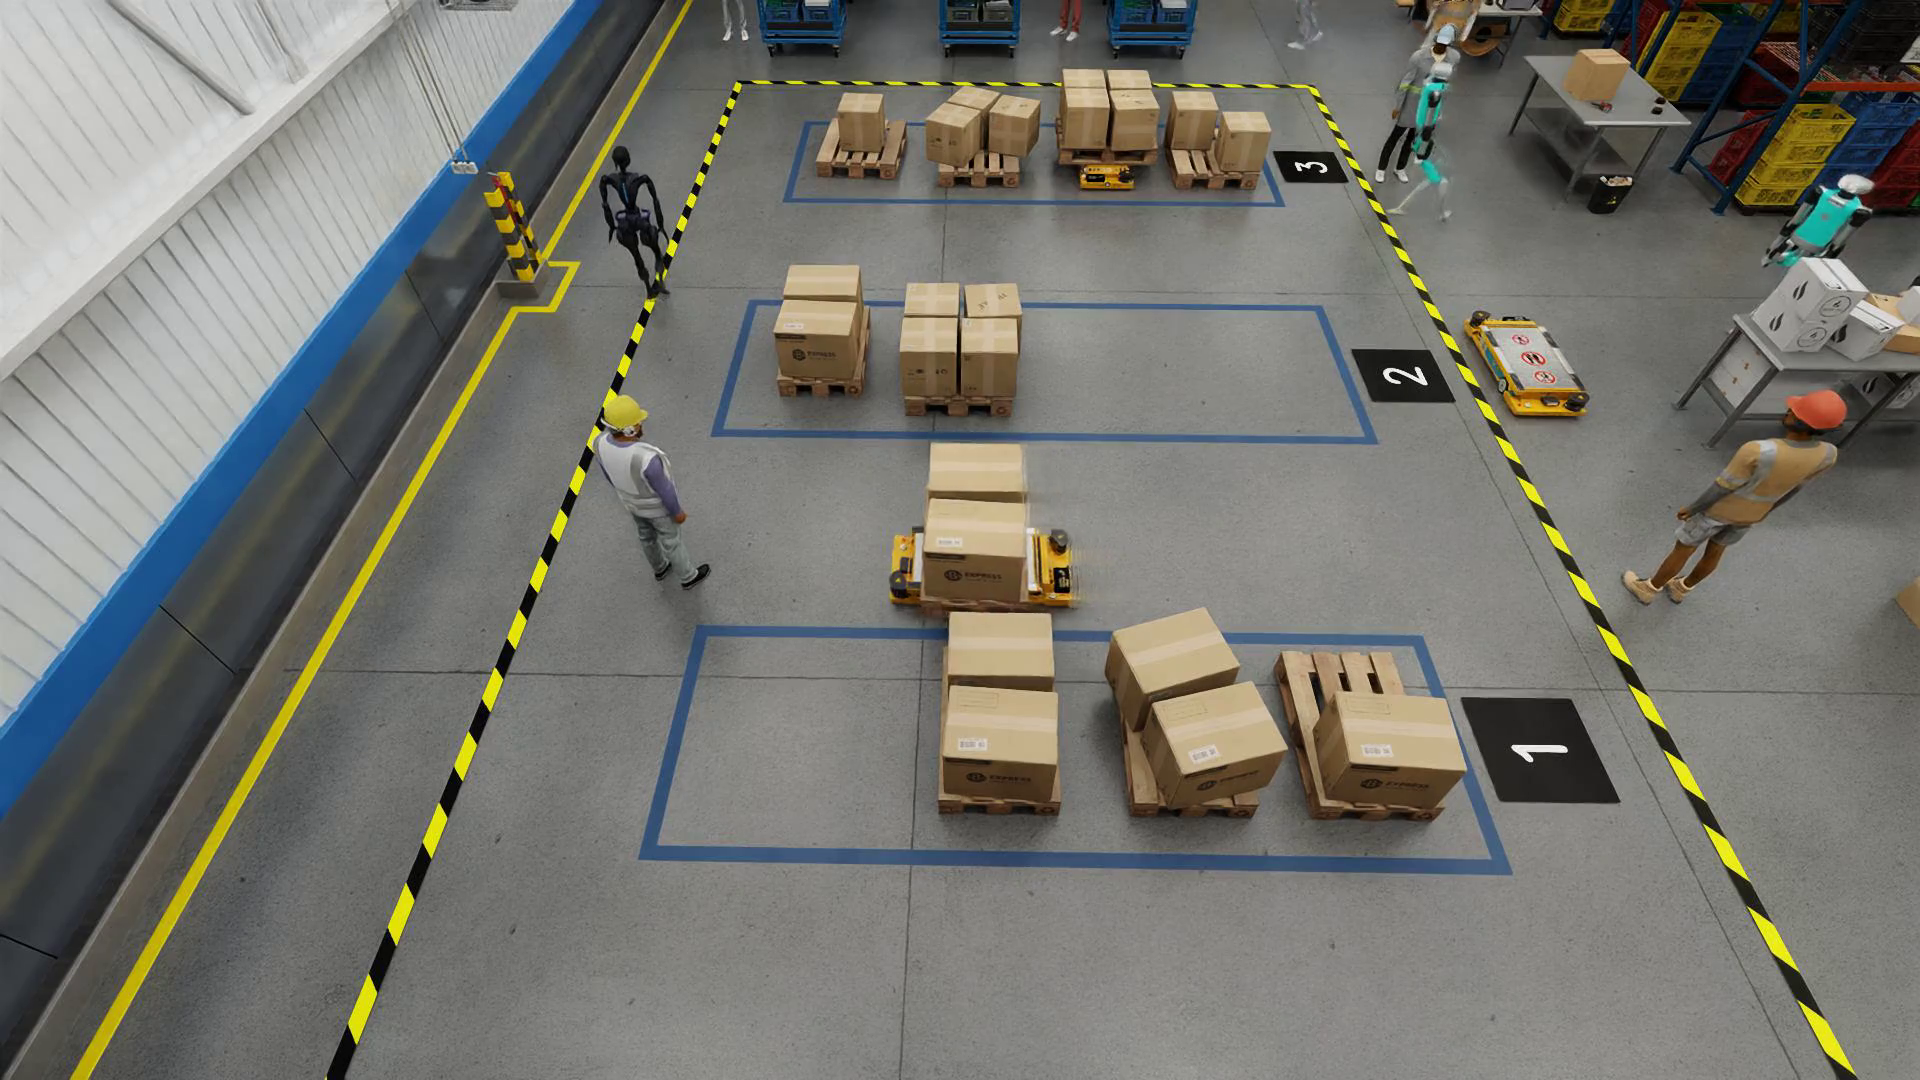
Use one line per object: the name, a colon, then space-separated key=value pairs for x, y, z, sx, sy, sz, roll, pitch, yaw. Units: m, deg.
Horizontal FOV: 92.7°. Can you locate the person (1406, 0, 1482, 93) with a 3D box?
person: x=6.646 y=-6.967 z=12.491 sx=0.598 sy=1.891 sz=0.489 roll=24 pitch=53 yaw=19

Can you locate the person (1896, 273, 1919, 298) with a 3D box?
person: x=10.370 y=-3.169 z=9.244 sx=0.332 sy=1.836 sz=0.506 roll=-27 pitch=55 yaw=-22

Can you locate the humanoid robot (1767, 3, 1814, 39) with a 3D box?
humanoid robot: x=12.556 y=-8.162 z=13.670 sx=0.435 sy=1.646 sz=0.612 roll=-19 pitch=52 yaw=-15

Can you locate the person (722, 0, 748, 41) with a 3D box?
person: x=-3.551 y=-8.619 z=13.930 sx=0.528 sy=1.876 sz=0.321 roll=0 pitch=49 yaw=0

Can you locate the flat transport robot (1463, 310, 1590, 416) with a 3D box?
flat transport robot: x=5.573 y=-1.757 z=9.054 sx=0.659 sy=0.231 sz=1.431 roll=1 pitch=49 yaw=1

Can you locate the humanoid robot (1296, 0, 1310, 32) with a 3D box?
humanoid robot: x=5.476 y=-8.837 z=14.245 sx=0.571 sy=1.834 sz=0.748 roll=-35 pitch=57 yaw=-26

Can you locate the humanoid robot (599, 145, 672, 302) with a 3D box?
humanoid robot: x=-3.320 y=-3.177 z=9.356 sx=0.608 sy=1.646 sz=0.386 roll=-7 pitch=50 yaw=-6

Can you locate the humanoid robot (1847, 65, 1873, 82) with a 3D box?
humanoid robot: x=13.235 y=-7.275 z=12.901 sx=0.608 sy=1.648 sz=0.343 roll=-1 pitch=49 yaw=-1

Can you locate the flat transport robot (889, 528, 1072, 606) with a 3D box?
flat transport robot: x=0.165 y=0.201 z=7.341 sx=1.431 sy=0.197 sz=0.652 roll=1 pitch=49 yaw=1

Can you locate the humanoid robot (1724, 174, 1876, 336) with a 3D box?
humanoid robot: x=8.296 y=-2.778 z=8.994 sx=1.041 sy=1.750 sz=0.555 roll=-23 pitch=53 yaw=-18

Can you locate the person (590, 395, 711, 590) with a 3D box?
person: x=-2.286 y=-0.315 z=6.778 sx=0.587 sy=1.822 sz=0.404 roll=21 pitch=52 yaw=17

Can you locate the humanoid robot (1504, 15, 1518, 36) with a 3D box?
humanoid robot: x=8.721 y=-8.728 z=14.188 sx=0.603 sy=1.623 sz=0.785 roll=-18 pitch=52 yaw=-15

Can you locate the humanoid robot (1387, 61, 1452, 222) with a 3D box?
humanoid robot: x=5.502 y=-4.461 z=10.465 sx=0.936 sy=1.813 sz=0.557 roll=10 pitch=50 yaw=8

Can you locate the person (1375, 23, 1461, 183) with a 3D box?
person: x=5.504 y=-5.202 z=10.990 sx=0.594 sy=1.849 sz=0.391 roll=0 pitch=49 yaw=0

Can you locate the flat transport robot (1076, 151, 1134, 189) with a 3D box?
flat transport robot: x=1.845 y=-4.982 z=11.827 sx=0.652 sy=0.197 sz=1.431 roll=1 pitch=49 yaw=1

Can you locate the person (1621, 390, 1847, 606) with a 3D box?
person: x=5.541 y=-0.252 z=6.577 sx=0.609 sy=2.048 sz=0.362 roll=0 pitch=49 yaw=0

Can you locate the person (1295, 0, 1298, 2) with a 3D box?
person: x=5.955 y=-9.882 z=15.056 sx=0.794 sy=1.820 sz=0.627 roll=-28 pitch=55 yaw=-22

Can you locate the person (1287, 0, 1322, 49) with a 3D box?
person: x=5.326 y=-8.283 z=13.734 sx=0.405 sy=1.720 sz=0.500 roll=17 pitch=51 yaw=14

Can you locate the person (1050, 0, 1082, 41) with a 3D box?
person: x=1.731 y=-8.690 z=13.967 sx=0.399 sy=1.915 sz=0.589 roll=-33 pitch=57 yaw=-25
